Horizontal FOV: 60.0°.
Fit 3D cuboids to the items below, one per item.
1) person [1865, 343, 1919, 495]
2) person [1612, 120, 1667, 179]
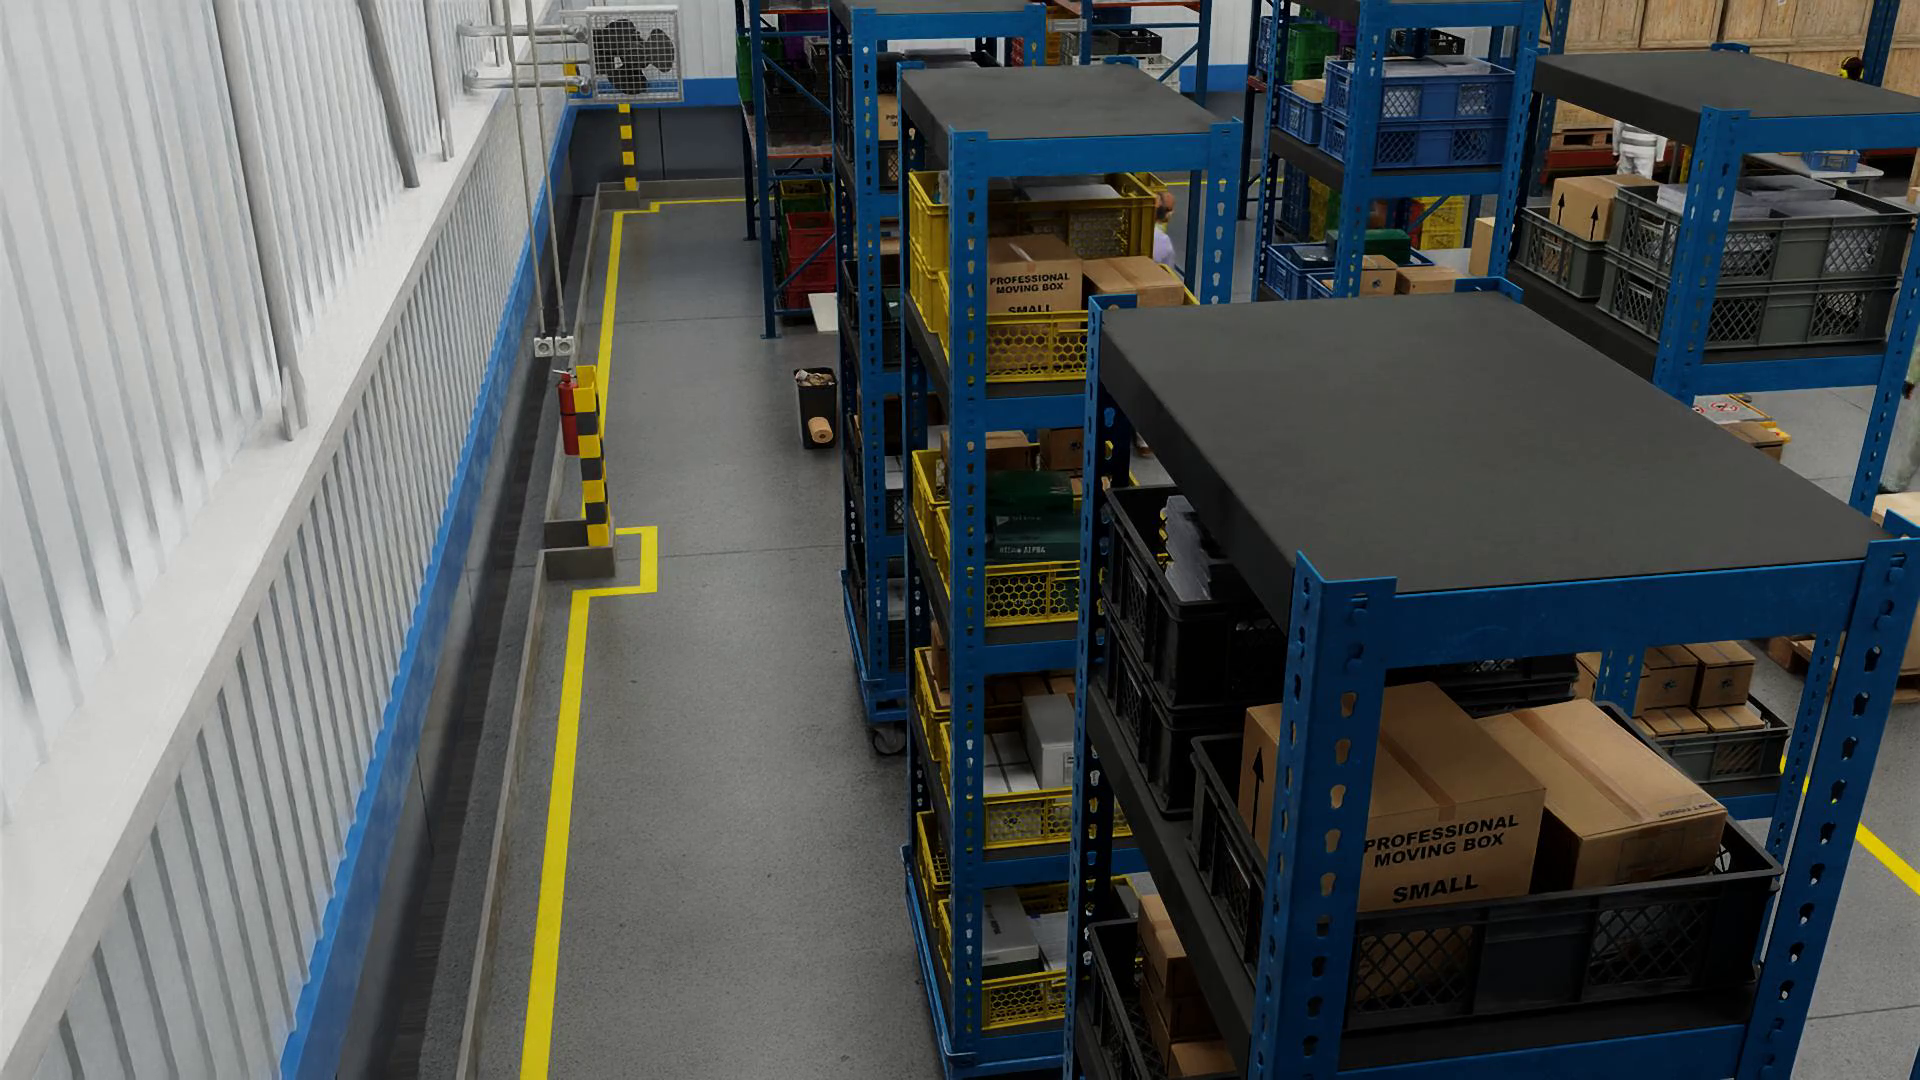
[{"bbox_3d":[6.350,-0.977,10.596,0.729,1.782,0.441,11,27,23],"label":"person"},{"bbox_3d":[6.888,-3.930,16.889,0.357,1.886,0.573,-17,30,-33],"label":"person"}]
